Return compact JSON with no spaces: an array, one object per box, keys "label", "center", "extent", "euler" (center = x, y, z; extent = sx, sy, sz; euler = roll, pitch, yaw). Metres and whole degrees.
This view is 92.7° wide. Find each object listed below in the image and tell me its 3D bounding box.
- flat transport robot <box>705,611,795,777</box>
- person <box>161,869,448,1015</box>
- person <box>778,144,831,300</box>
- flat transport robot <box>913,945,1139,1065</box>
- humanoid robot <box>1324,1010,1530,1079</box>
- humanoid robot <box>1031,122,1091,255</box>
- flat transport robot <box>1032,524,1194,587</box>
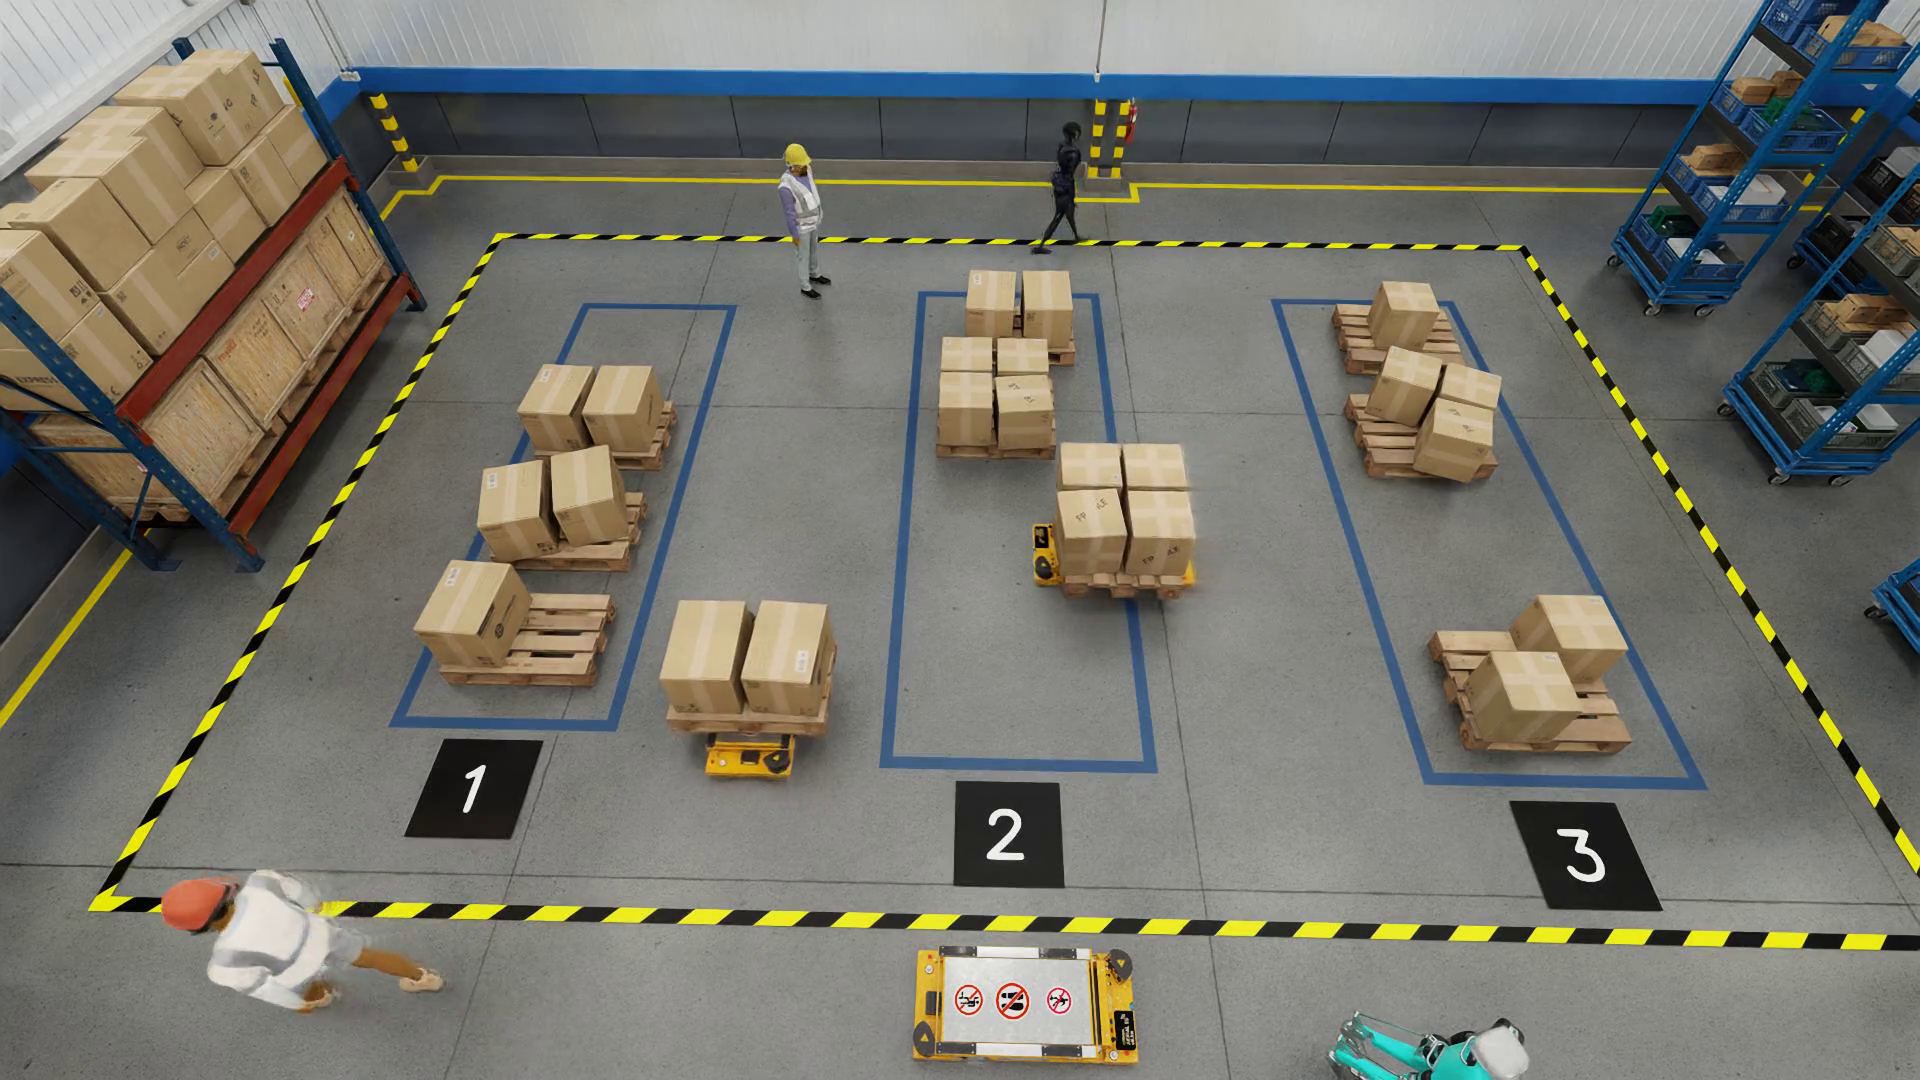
[{"label":"flat transport robot","center":[-1.623,1.220,7.474],"extent":[0.652,0.197,1.431],"euler":[1,51,1]},{"label":"person","center":[-3.928,2.416,5.411],"extent":[1.047,1.987,0.637],"euler":[1,51,1]},{"label":"person","center":[-1.758,-3.626,10.432],"extent":[0.404,1.830,0.602],"euler":[15,52,12]},{"label":"flat transport robot","center":[0.422,3.041,6.007],"extent":[1.431,0.231,0.659],"euler":[1,51,1]},{"label":"humanoid robot","center":[2.452,2.857,5.123],"extent":[0.533,1.677,0.735],"euler":[-37,60,-26]},{"label":"humanoid robot","center":[1.284,-4.222,11.048],"extent":[0.791,1.621,0.585],"euler":[-6,51,-5]},{"label":"flat transport robot","center":[1.390,0.102,8.385],"extent":[1.431,0.197,0.652],"euler":[1,51,1]}]
